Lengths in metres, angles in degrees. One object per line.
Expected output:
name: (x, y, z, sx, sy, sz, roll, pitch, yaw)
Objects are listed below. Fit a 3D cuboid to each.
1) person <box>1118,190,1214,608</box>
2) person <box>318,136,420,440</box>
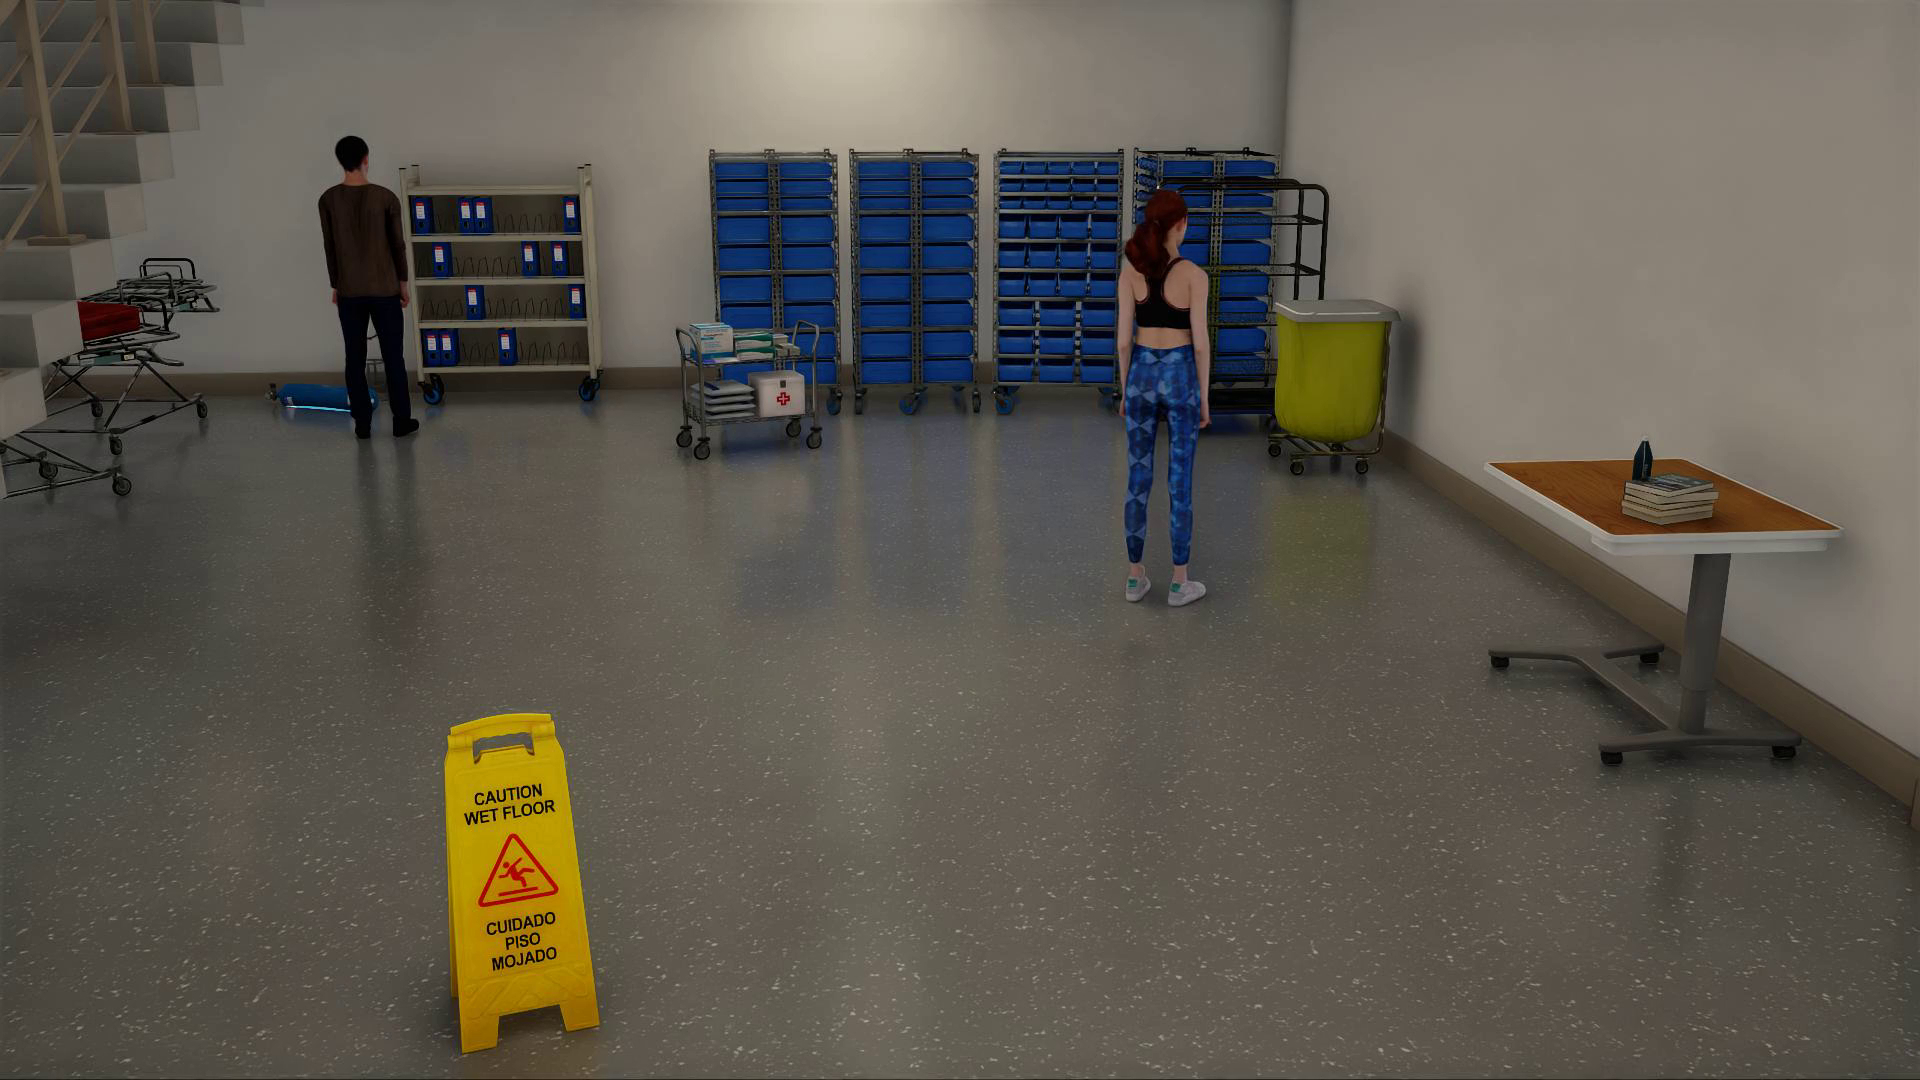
person: (0.877, -0.604, 7.198, 0.680, 1.788, 0.719, 7, 17, 22)
person: (-3.753, -1.595, 10.533, 0.663, 1.886, 0.573, -3, 16, -10)
